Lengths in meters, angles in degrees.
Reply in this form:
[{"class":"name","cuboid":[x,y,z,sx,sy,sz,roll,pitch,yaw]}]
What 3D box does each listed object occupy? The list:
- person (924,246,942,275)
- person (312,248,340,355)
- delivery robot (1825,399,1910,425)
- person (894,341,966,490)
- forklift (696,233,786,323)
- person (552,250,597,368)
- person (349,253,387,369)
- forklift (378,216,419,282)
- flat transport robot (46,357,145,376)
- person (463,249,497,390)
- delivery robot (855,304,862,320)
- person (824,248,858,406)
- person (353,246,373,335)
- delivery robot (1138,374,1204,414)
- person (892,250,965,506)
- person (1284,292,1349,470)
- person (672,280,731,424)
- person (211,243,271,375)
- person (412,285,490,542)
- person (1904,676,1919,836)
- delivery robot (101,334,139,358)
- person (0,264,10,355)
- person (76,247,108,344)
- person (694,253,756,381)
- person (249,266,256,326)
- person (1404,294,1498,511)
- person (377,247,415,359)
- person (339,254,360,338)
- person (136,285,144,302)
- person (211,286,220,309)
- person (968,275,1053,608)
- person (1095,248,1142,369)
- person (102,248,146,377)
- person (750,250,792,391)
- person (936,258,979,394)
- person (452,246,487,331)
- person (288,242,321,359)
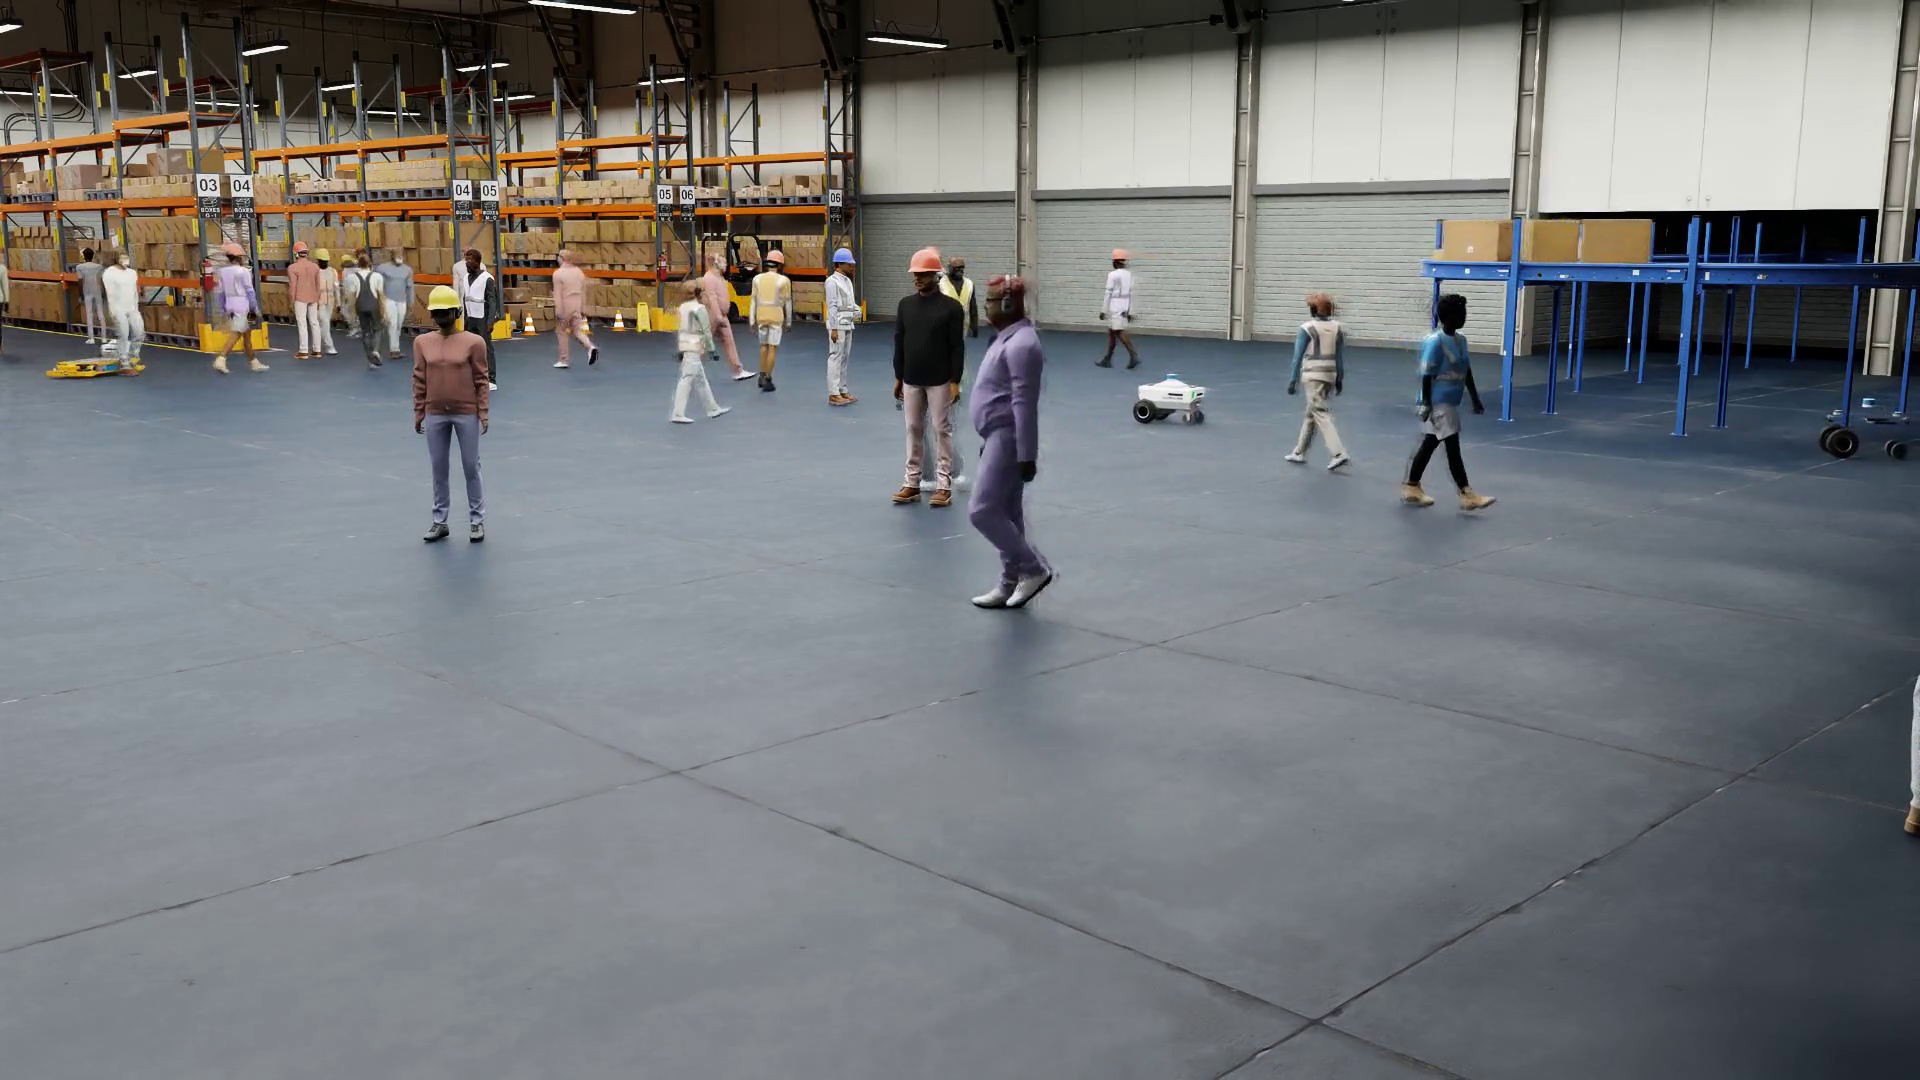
[{"class":"person","cuboid":[-0.455,-3.816,27.148,0.415,1.924,0.575,-1,10,-5]},{"class":"person","cuboid":[-11.477,-4.293,29.899,0.914,1.888,0.590,8,13,39]},{"class":"delivery robot","cuboid":[8.756,-1.248,16.037,0.698,0.223,0.335,3,11,17]},{"class":"person","cuboid":[-0.269,-1.220,13.856,0.591,1.606,0.411,-7,12,-33]},{"class":"forklift","cuboid":[-5.496,-6.489,41.108,2.313,2.155,1.214,-10,14,-44]},{"class":"person","cuboid":[-6.194,-3.685,26.562,0.693,1.888,0.657,7,12,32]},{"class":"person","cuboid":[-9.362,-3.612,26.309,0.539,1.824,0.447,-3,11,-14]},{"class":"forklift","cuboid":[-17.868,-9.201,54.028,1.873,2.768,1.129,-10,14,-44]},{"class":"flat transport robot","cuboid":[-13.220,-2.656,25.459,0.652,0.197,1.431,1,11,8]},{"class":"person","cuboid":[-6.591,-3.019,22.827,0.596,1.916,0.374,8,13,36]},{"class":"delivery robot","cuboid":[-2.557,-5.479,39.820,0.477,0.478,0.707,-2,10,-10]},{"class":"person","cuboid":[-1.484,-2.679,20.891,0.401,1.944,0.618,3,11,17]},{"class":"person","cuboid":[-12.634,-5.267,35.208,0.587,1.866,0.417,-10,14,-43]},{"class":"delivery robot","cuboid":[2.402,-1.643,18.902,0.707,0.478,0.477,6,12,30]},{"class":"person","cuboid":[-0.261,-1.274,13.097,0.611,1.996,0.378,6,12,28]},{"class":"person","cuboid":[3.289,-1.459,15.189,0.524,1.598,0.859,-7,12,-32]},{"class":"person","cuboid":[-2.944,-2.132,18.860,0.841,1.600,0.520,-6,12,-31]},{"class":"person","cuboid":[-11.113,-3.541,25.475,0.603,2.008,1.034,6,12,31]},{"class":"person","cuboid":[-3.529,-0.873,11.538,0.533,1.768,0.311,0,10,1]},{"class":"person","cuboid":[3.519,0.167,5.662,0.430,1.845,0.619,1,10,4]},{"class":"delivery robot","cuboid":[-13.367,-3.029,26.459,0.477,0.478,0.707,-1,10,-6]},{"class":"person","cuboid":[-17.194,-4.267,29.499,0.629,1.972,0.687,-8,13,-37]},{"class":"person","cuboid":[-16.997,-4.783,32.575,0.509,1.872,0.328,-9,14,-41]},{"class":"person","cuboid":[-3.548,-3.242,24.245,1.030,1.851,0.648,3,11,15]},{"class":"person","cuboid":[-16.708,-5.851,38.872,0.534,1.697,0.318,-3,11,-15]},{"class":"person","cuboid":[3.808,-1.055,12.818,0.863,1.655,0.552,8,13,37]},{"class":"person","cuboid":[-9.596,-4.029,28.409,0.674,1.889,0.906,-10,14,-42]},{"class":"person","cuboid":[-12.621,-5.037,34.392,0.389,1.718,0.481,4,11,19]},{"class":"person","cuboid":[-18.982,-5.688,38.168,0.423,1.622,0.531,10,14,43]},{"class":"person","cuboid":[-18.568,-6.383,41.486,0.798,1.807,0.594,10,14,42]},{"class":"person","cuboid":[0.241,-0.540,9.382,0.437,1.892,0.646,0,10,0]},{"class":"person","cuboid":[2.572,-3.700,26.583,0.948,1.906,0.542,8,13,38]},{"class":"person","cuboid":[-12.549,-3.422,25.010,0.437,1.919,0.631,4,11,22]},{"class":"person","cuboid":[-2.573,-3.007,22.788,0.561,1.903,0.599,3,11,18]},{"class":"person","cuboid":[-0.031,-2.820,22.034,0.642,1.806,0.857,-5,12,-26]},{"class":"person","cuboid":[-9.269,-4.601,31.485,0.651,1.906,0.402,-5,12,-26]},{"class":"person","cuboid":[-11.307,-4.134,28.695,0.376,1.995,0.612,6,12,31]}]
